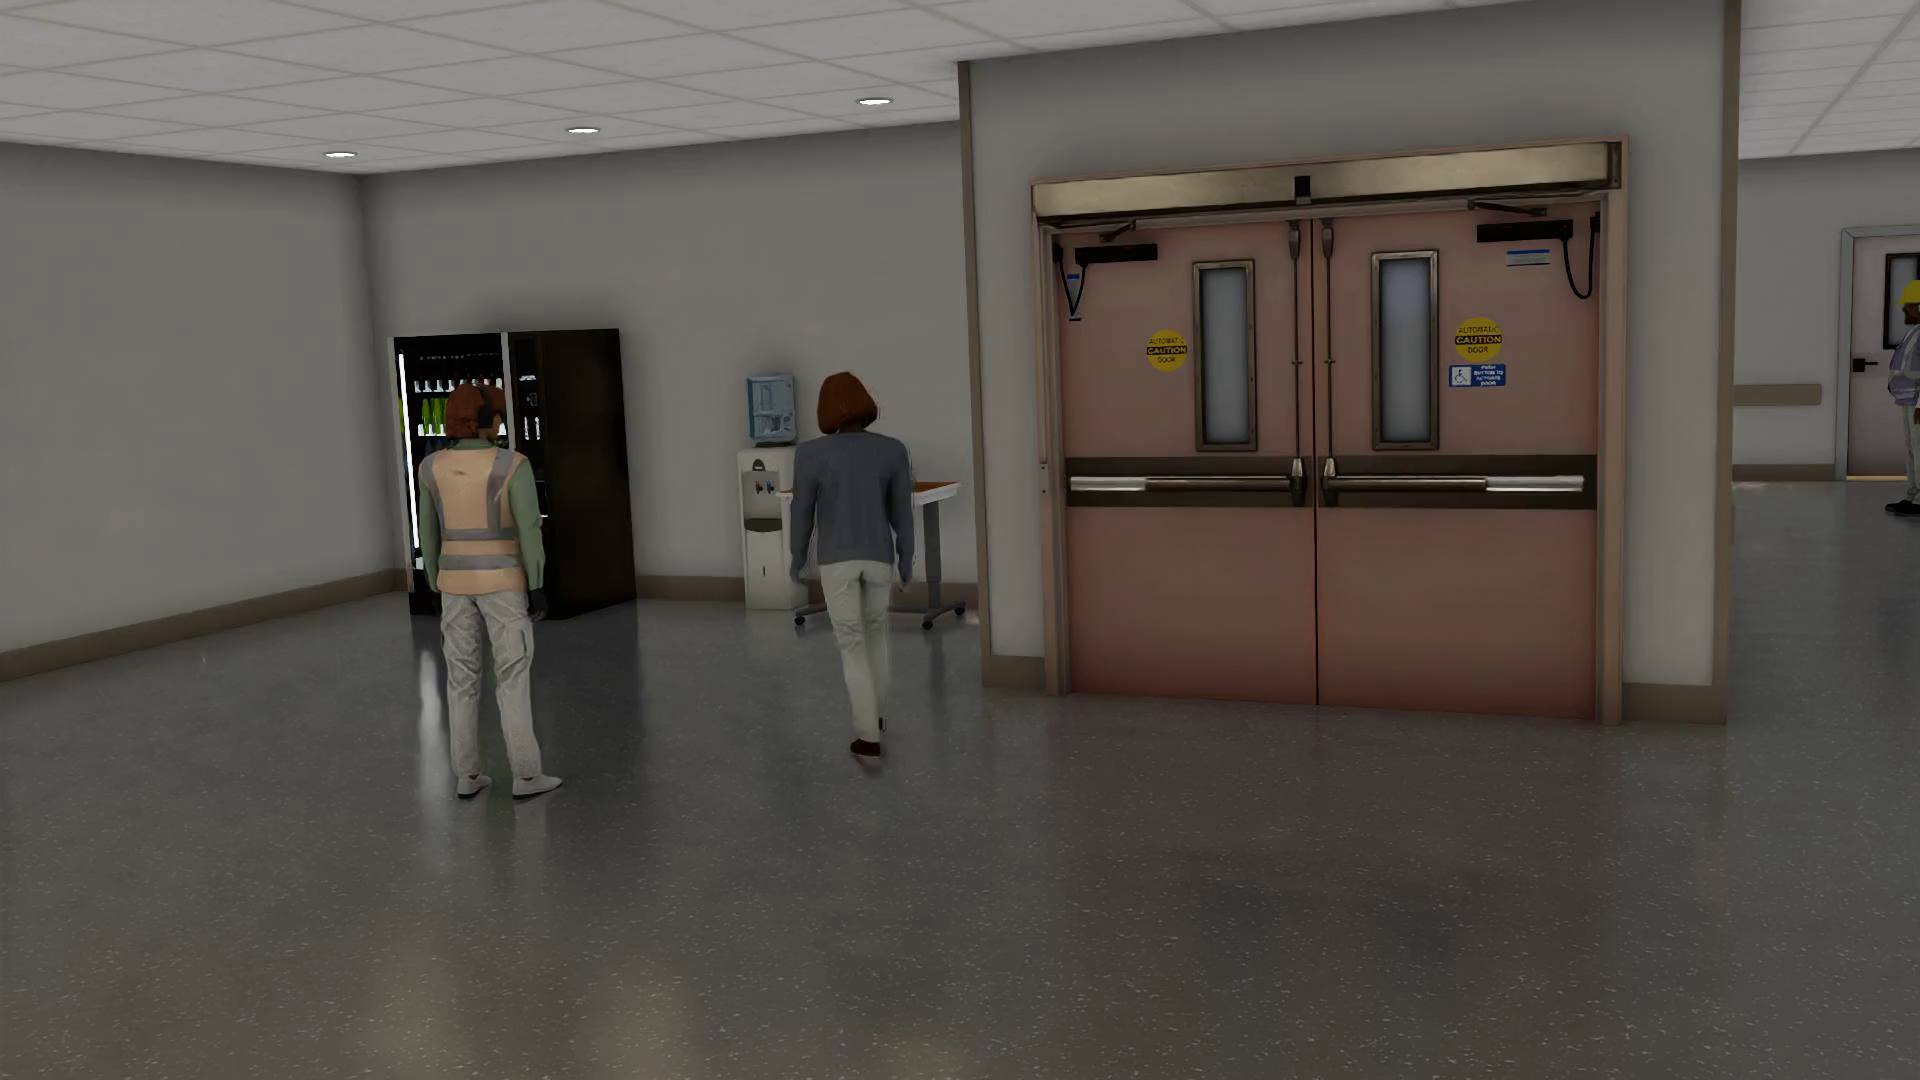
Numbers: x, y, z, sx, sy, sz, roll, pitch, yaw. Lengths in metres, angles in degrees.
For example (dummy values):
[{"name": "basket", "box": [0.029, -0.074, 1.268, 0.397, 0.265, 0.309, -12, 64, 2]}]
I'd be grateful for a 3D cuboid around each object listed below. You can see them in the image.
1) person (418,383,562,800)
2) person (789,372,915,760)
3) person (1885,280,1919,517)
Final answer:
[{"name": "person", "box": [-1.858, 0.205, 6.520, 0.517, 1.636, 0.314, 0, 8, 16]}, {"name": "person", "box": [-0.478, 0.095, 7.075, 0.496, 1.604, 0.723, -5, 8, -23]}, {"name": "person", "box": [7.421, -1.094, 12.896, 0.404, 1.833, 0.589, 0, 8, 20]}]
